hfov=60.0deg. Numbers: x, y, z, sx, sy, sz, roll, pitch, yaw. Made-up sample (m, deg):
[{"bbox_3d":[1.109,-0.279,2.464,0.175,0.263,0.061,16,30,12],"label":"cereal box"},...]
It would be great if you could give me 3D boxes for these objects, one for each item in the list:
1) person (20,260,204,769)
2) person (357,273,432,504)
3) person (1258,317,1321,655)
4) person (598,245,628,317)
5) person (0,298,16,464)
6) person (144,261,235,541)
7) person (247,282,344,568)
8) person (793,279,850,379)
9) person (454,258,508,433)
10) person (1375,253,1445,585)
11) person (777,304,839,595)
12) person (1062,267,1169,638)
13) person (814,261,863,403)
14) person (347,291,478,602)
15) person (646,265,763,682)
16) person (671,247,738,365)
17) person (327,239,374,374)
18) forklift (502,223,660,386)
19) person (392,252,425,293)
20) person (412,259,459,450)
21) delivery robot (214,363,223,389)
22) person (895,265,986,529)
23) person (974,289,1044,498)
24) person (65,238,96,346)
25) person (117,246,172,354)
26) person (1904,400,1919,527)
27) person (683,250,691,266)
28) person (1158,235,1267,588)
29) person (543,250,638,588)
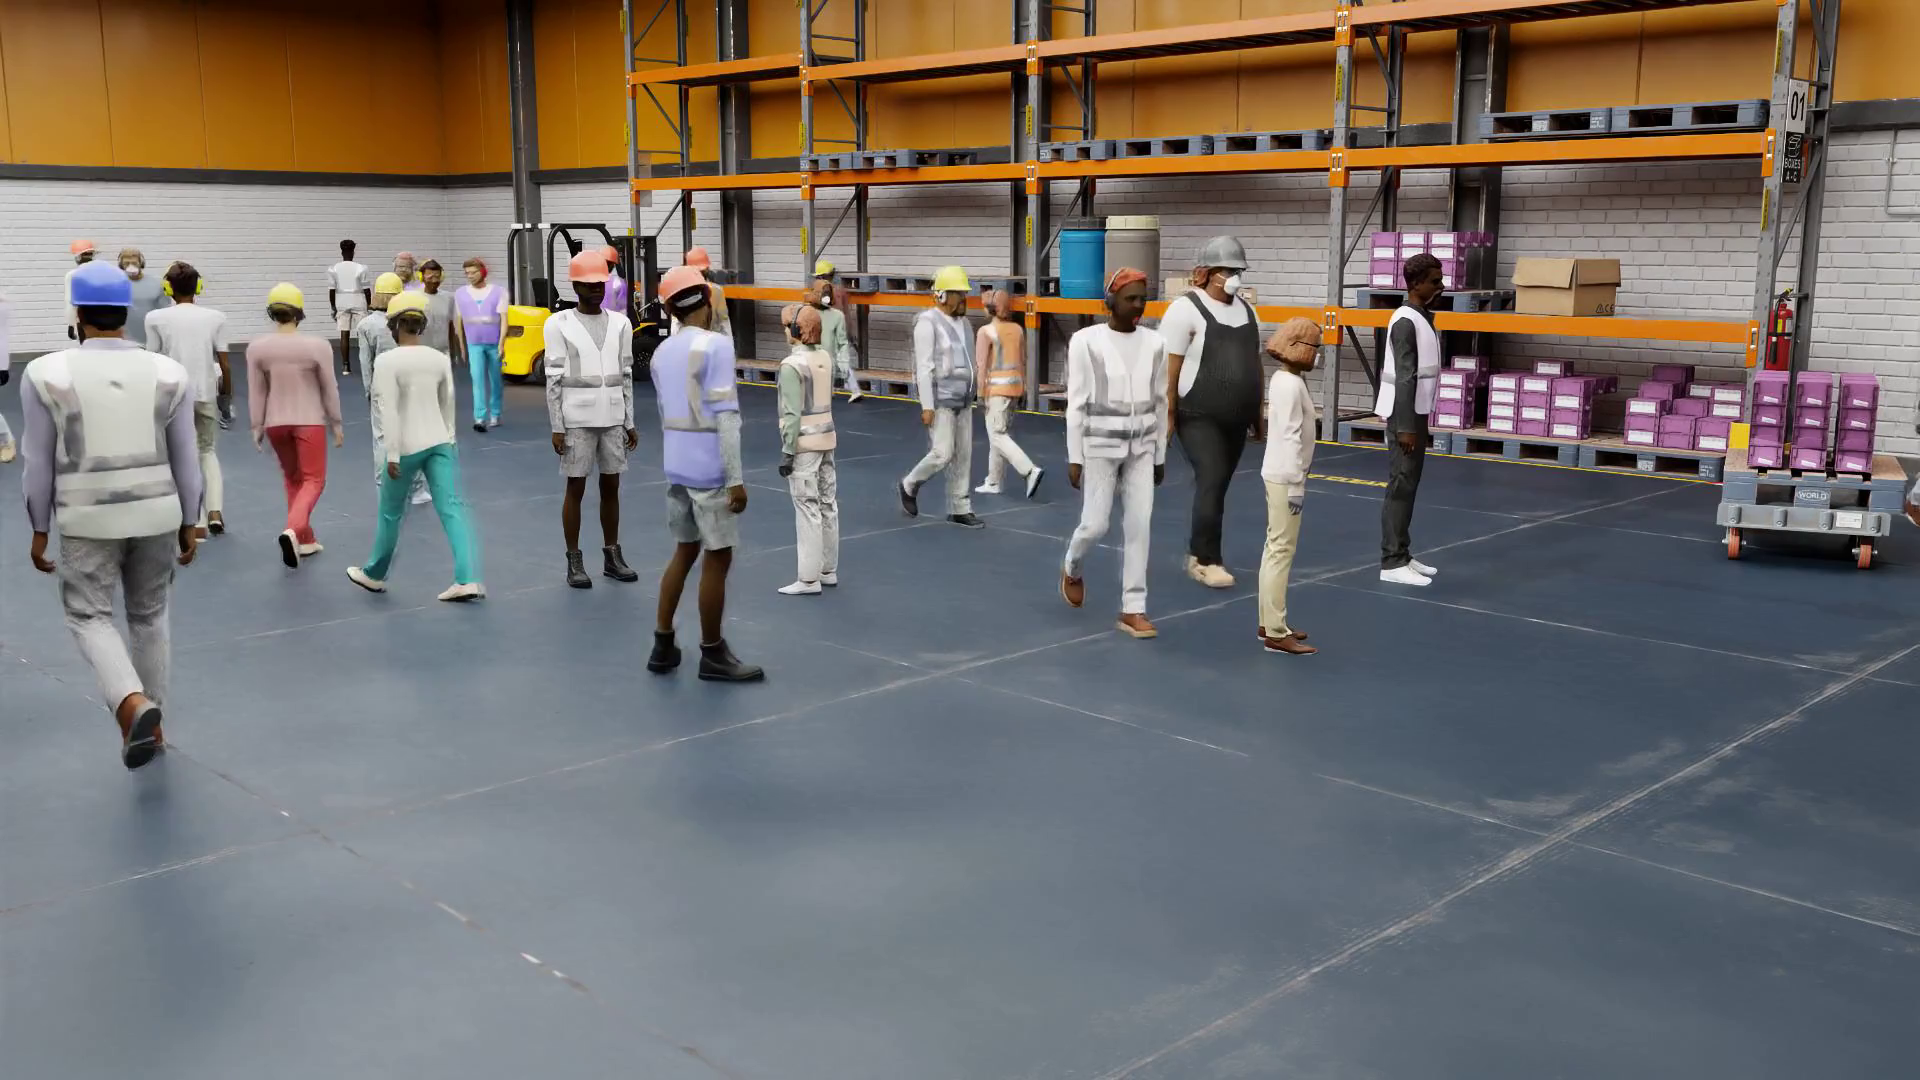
[{"bbox_3d":[-3.152,-0.079,6.263,0.612,1.931,0.693,-9,14,-40],"label":"person"},{"bbox_3d":[-4.256,-1.133,12.537,0.486,1.744,0.294,0,10,-1],"label":"person"},{"bbox_3d":[1.611,-0.269,8.124,0.286,1.633,0.498,1,10,5],"label":"person"},{"bbox_3d":[-4.044,-2.376,18.879,0.552,1.909,0.520,0,10,-1],"label":"person"},{"bbox_3d":[-8.447,-1.485,14.270,0.692,1.819,0.532,1,10,4],"label":"person"},{"bbox_3d":[-5.146,-0.916,11.072,0.532,1.851,0.510,-8,13,-36],"label":"person"},{"bbox_3d":[-4.105,-0.709,10.226,0.528,1.743,0.787,0,10,1],"label":"person"},{"bbox_3d":[-1.272,-1.614,15.514,0.518,1.605,0.628,-6,12,-28],"label":"person"},{"bbox_3d":[-4.959,-2.022,17.275,0.553,1.776,0.988,-1,10,-7],"label":"person"},{"bbox_3d":[2.634,-0.708,9.741,0.386,1.918,0.596,4,11,22],"label":"person"},{"bbox_3d":[-0.861,-0.505,9.388,0.314,1.642,0.514,4,11,23],"label":"person"},{"bbox_3d":[0.785,-0.462,8.527,0.592,1.866,0.728,-4,11,-21],"label":"person"},{"bbox_3d":[-1.496,-2.528,20.233,0.927,1.715,0.564,6,12,32],"label":"person"},{"bbox_3d":[-3.039,-0.516,9.252,0.941,1.704,0.539,6,12,30],"label":"person"},{"bbox_3d":[-1.208,-0.285,7.538,0.397,1.886,0.660,-8,13,-37],"label":"person"},{"bbox_3d":[-2.430,-1.865,16.099,0.638,1.895,0.729,-9,14,-41],"label":"person"},{"bbox_3d":[-8.877,-3.392,24.266,0.600,1.958,0.387,-1,10,-8],"label":"person"},{"bbox_3d":[-5.316,-3.263,22.920,2.313,2.155,1.214,-10,14,-44],"label":"forklift"},{"bbox_3d":[-5.739,-2.069,17.355,0.641,1.858,0.989,1,10,3],"label":"person"},{"bbox_3d":[-5.046,-1.764,15.852,0.587,1.803,0.714,-7,13,-35],"label":"person"},{"bbox_3d":[-9.434,-2.066,20.610,0.477,0.478,0.707,0,10,-2],"label":"delivery robot"},{"bbox_3d":[-0.115,-0.980,11.487,0.588,1.819,0.607,7,13,35],"label":"person"},{"bbox_3d":[0.374,-1.114,12.799,0.708,1.617,0.525,8,13,39],"label":"person"},{"bbox_3d":[-10.456,-2.633,20.051,0.472,1.980,0.641,5,11,24],"label":"person"},{"bbox_3d":[-8.169,-1.960,16.577,0.637,1.917,0.744,-7,12,-32],"label":"person"},{"bbox_3d":[6.727,-0.915,11.181,0.603,1.817,0.978,-1,10,-4],"label":"person"},{"bbox_3d":[-3.411,-2.776,21.243,0.430,1.838,0.619,1,10,7],"label":"person"},{"bbox_3d":[1.541,-0.748,9.624,0.703,2.000,0.769,-7,12,-33],"label":"person"},{"bbox_3d":[-2.115,-0.697,9.628,0.545,1.938,0.359,-8,13,-38],"label":"person"}]
